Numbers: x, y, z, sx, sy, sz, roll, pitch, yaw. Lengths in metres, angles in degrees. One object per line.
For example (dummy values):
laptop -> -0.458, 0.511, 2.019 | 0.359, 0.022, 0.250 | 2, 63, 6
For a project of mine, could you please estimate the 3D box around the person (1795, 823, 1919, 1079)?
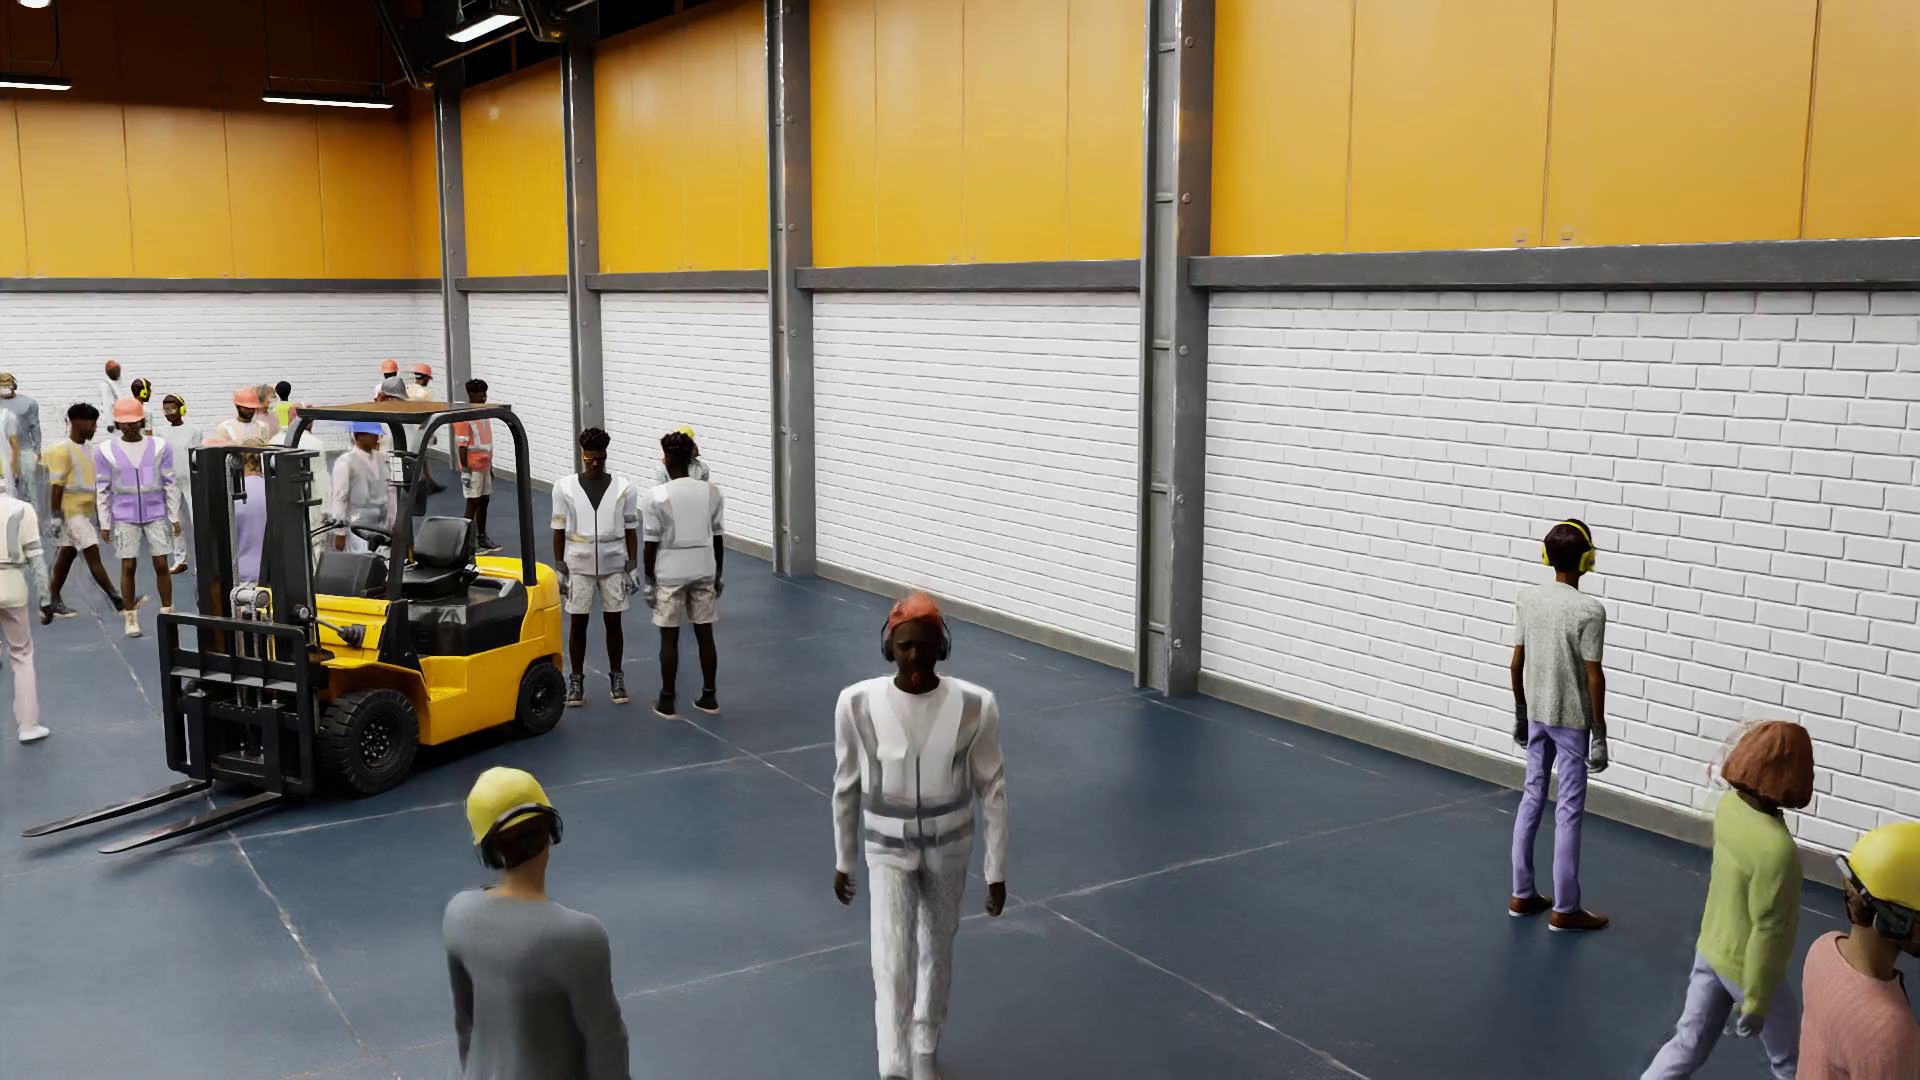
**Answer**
person -> 1.993, 1.467, 3.679 | 0.344, 1.756, 0.532 | 2, 9, 13

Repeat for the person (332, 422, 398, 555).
person -> -4.858, -0.112, 13.827 | 0.993, 1.891, 0.613 | 2, 9, 12

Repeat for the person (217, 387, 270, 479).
person -> -7.305, -0.605, 17.072 | 0.390, 1.925, 0.550 | 8, 12, 43

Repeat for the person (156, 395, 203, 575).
person -> -7.953, -0.560, 17.001 | 0.512, 1.861, 0.325 | 1, 8, 4

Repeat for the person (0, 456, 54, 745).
person -> -6.128, 0.373, 10.525 | 0.681, 1.914, 0.430 | -4, 9, -26

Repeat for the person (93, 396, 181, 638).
person -> -6.882, -0.190, 13.942 | 0.615, 2.029, 0.409 | -5, 10, -31

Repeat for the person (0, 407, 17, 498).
person -> -11.367, -0.938, 19.705 | 0.509, 1.826, 0.586 | 0, 8, -3

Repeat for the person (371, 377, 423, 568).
person -> -5.836, -0.691, 17.262 | 0.537, 2.000, 0.678 | 2, 9, 16

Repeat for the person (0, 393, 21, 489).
person -> -13.705, -1.512, 23.538 | 0.615, 1.817, 0.533 | 3, 9, 21

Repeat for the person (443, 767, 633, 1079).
person -> -1.048, 1.420, 4.084 | 0.598, 1.732, 0.492 | 6, 10, 35

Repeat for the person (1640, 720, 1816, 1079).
person -> 2.464, 1.327, 5.171 | 0.858, 1.588, 0.500 | 0, 8, 1

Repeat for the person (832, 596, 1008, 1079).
person -> -0.132, 1.126, 5.678 | 0.607, 1.836, 0.941 | -1, 8, -4

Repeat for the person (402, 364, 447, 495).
person -> -7.601, -1.539, 23.514 | 0.565, 1.874, 0.894 | 7, 11, 37

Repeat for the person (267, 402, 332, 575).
person -> -5.925, -0.294, 15.059 | 0.636, 1.903, 0.405 | 4, 9, 23

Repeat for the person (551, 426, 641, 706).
person -> -2.544, 0.183, 11.640 | 0.604, 1.960, 0.372 | -2, 9, -15

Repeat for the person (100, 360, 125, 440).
person -> -13.278, -1.880, 25.920 | 0.594, 1.854, 0.653 | -1, 8, -4

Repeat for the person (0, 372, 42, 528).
person -> -11.543, -1.078, 20.269 | 0.636, 1.928, 0.383 | -5, 10, -29

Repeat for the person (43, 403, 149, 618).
person -> -7.705, -0.250, 14.722 | 1.009, 1.906, 0.631 | -1, 8, -5

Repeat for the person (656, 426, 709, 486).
person -> -2.386, -0.125, 14.451 | 0.492, 1.741, 0.319 | -5, 10, -30

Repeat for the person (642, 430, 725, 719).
person -> -1.882, 0.235, 11.301 | 0.614, 1.960, 0.389 | -5, 10, -32

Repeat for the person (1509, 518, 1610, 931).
person -> 2.735, 0.832, 7.555 | 0.323, 1.876, 0.528 | -5, 10, -30

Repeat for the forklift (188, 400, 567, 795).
forklift -> -3.529, 0.258, 10.348 | 1.214, 2.155, 2.313 | 4, 9, 25

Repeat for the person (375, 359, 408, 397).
person -> -8.257, -1.667, 24.237 | 0.542, 1.928, 0.399 | 1, 8, 7

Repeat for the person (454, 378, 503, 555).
person -> -5.332, -0.809, 18.364 | 0.382, 1.953, 0.612 | 2, 9, 11
